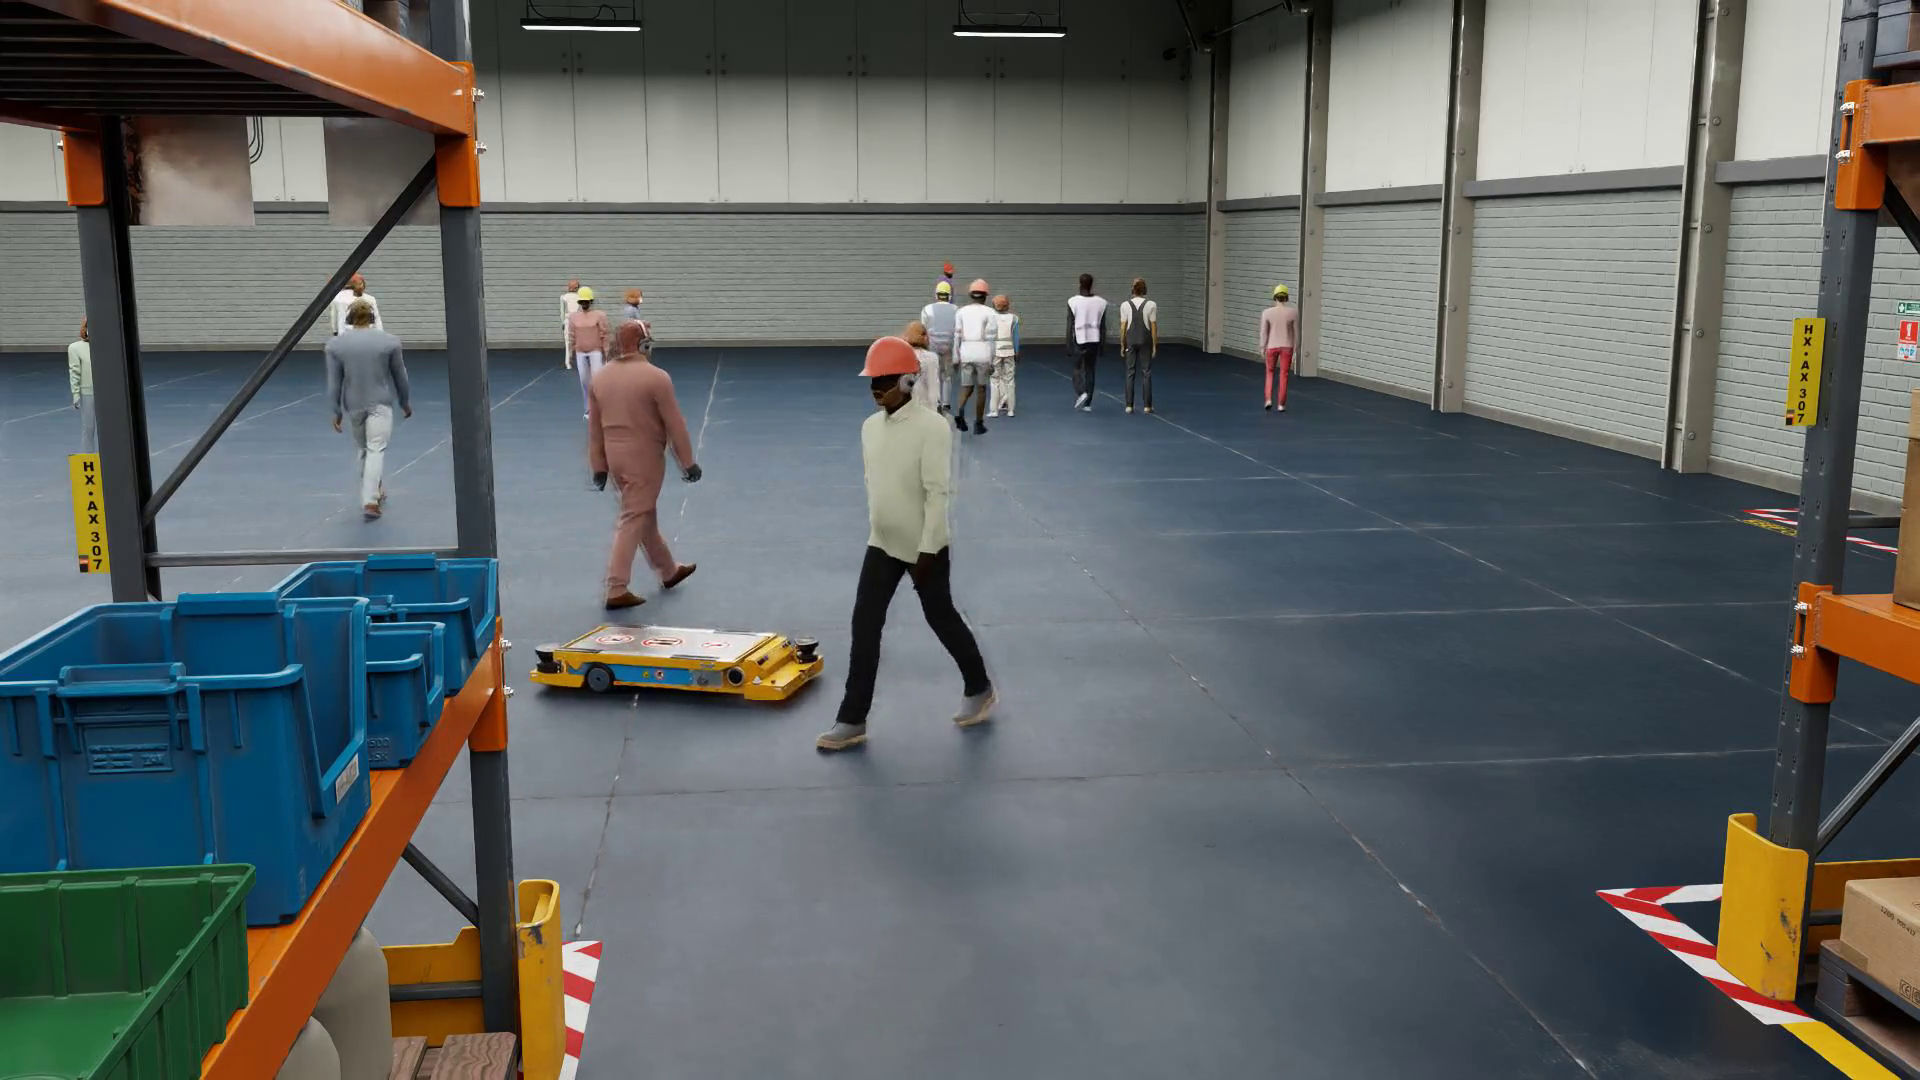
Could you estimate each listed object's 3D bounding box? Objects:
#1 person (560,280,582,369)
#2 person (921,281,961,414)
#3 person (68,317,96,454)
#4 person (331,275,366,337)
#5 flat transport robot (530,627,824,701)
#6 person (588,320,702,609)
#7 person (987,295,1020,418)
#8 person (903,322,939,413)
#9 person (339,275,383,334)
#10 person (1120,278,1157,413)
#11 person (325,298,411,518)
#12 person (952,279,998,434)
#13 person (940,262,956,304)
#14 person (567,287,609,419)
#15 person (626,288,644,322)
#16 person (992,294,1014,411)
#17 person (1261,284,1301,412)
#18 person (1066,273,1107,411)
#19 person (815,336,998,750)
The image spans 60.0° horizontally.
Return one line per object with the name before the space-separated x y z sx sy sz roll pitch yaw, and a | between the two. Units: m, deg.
person | -7.003 -3.908 30.229 0.509 1.629 0.315 -1 10 -5
person | -0.247 -2.629 22.726 0.598 1.806 0.780 -1 10 -5
person | -8.676 -1.454 16.764 0.502 1.632 0.284 -8 13 -39
person | -10.150 -3.543 27.763 0.626 1.788 0.890 -3 11 -16
flat transport robot | -1.519 0.646 8.984 1.431 0.197 0.652 3 11 14
person | -2.045 -0.516 10.995 0.644 1.859 0.978 8 13 36
person | 0.546 -2.441 22.163 0.525 1.636 0.307 -3 11 -18
person | -0.383 -1.255 15.738 0.526 1.593 0.802 4 11 23
person | -8.922 -3.028 24.839 0.977 1.831 0.593 8 13 38
person | 2.443 -2.651 22.740 0.506 1.847 0.344 2 11 13
person | -5.133 -1.142 14.407 0.638 1.890 1.065 -1 10 -6
person | 0.173 -2.220 20.238 0.551 1.904 0.655 5 11 23
person | -0.264 -4.833 34.596 0.488 1.889 0.705 3 11 15
person | -4.931 -2.474 22.033 0.543 1.752 0.385 1 10 7
person | -5.092 -3.095 25.820 0.640 1.615 0.503 1 10 7
person | 0.594 -2.587 23.001 0.546 1.615 0.480 -9 13 -39
person | 4.447 -2.654 23.047 0.545 1.747 0.637 3 11 16
person | 1.737 -2.722 22.970 0.604 1.902 0.443 -3 11 -18
person | -0.219 -0.005 7.980 0.620 1.951 1.023 9 14 42
